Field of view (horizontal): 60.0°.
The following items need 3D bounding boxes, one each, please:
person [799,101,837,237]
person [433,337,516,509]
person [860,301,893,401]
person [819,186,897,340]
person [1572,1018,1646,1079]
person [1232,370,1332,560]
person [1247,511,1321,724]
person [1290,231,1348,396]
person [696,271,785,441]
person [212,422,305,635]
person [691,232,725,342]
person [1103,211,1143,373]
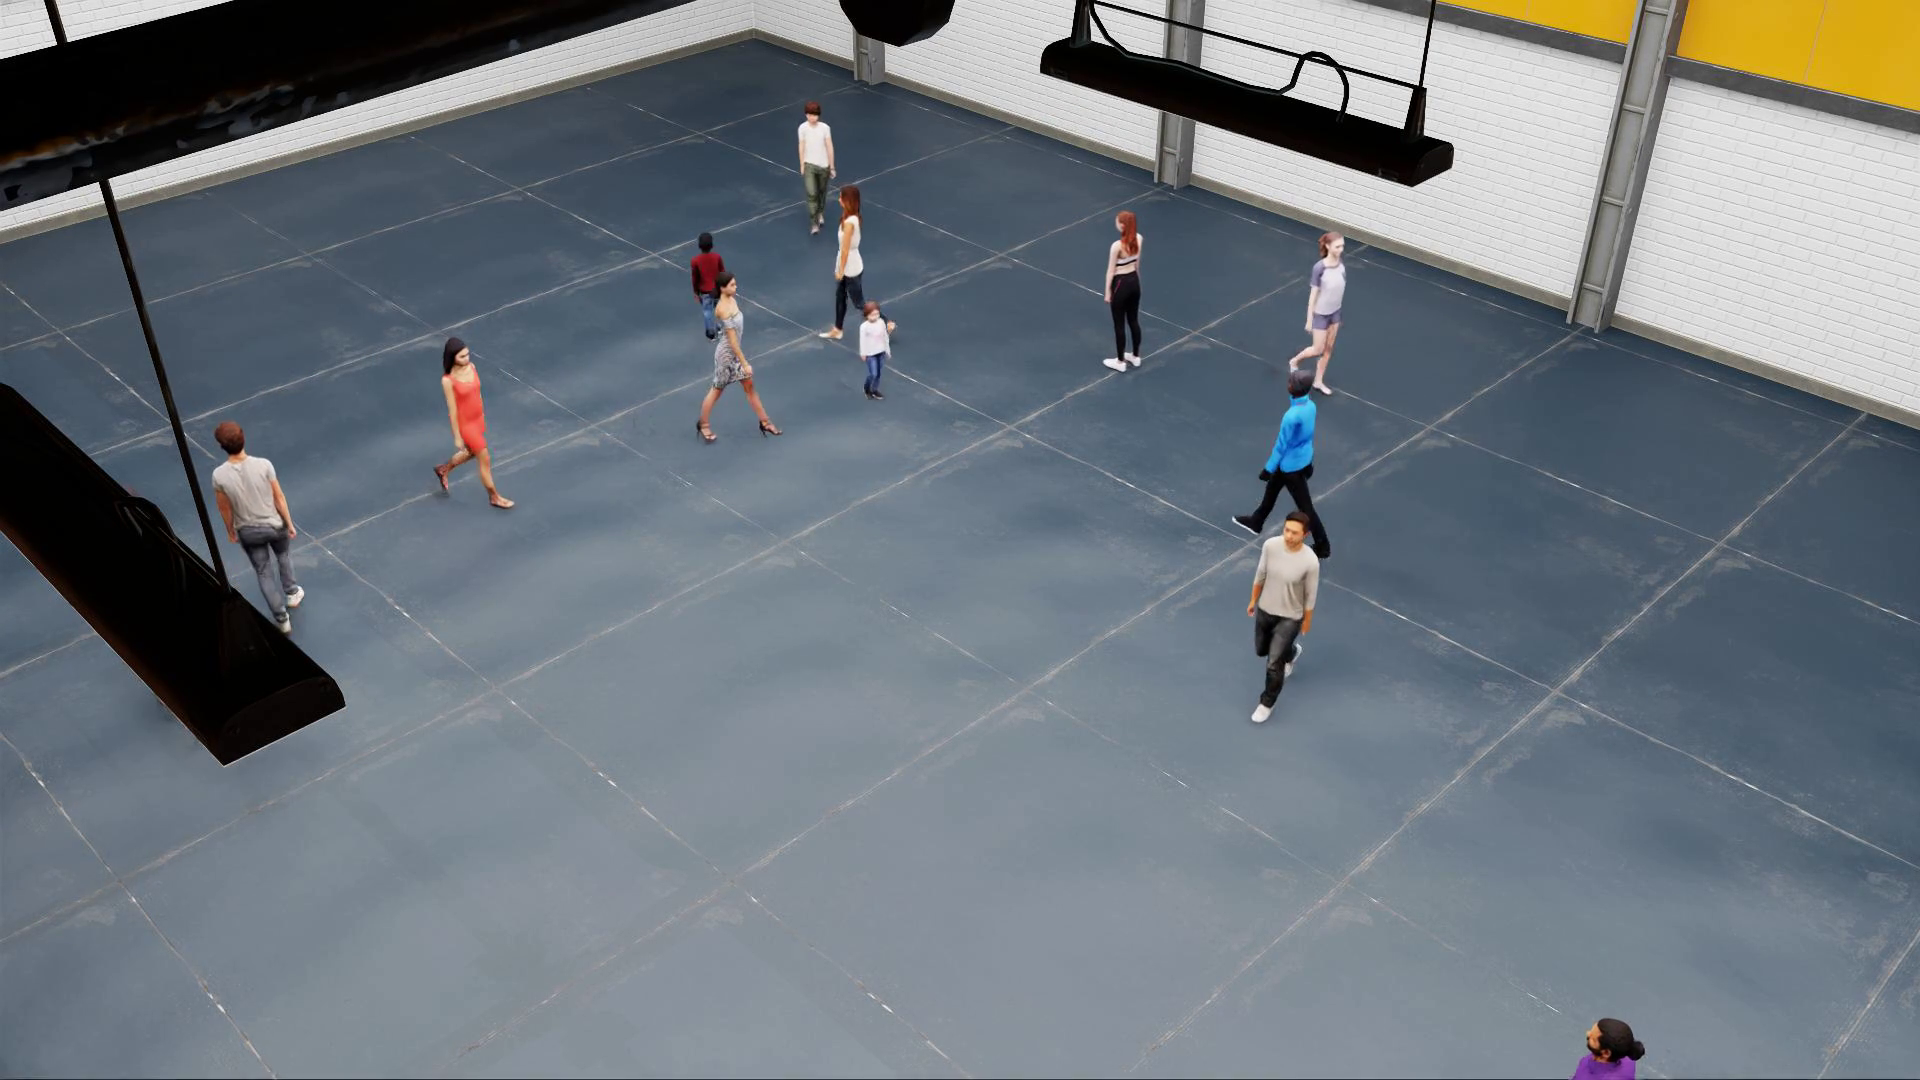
[{"bbox_3d":[-1.766,-4.634,20.578,1.023,1.615,1.144,-4,34,-5],"label":"person"},{"bbox_3d":[-4.546,-1.065,15.138,1.149,1.693,0.919,10,35,15],"label":"person"},{"bbox_3d":[-0.911,-1.958,17.018,0.454,1.101,0.474,-26,42,-34],"label":"person"},{"bbox_3d":[-1.088,-2.923,17.872,1.081,1.761,1.062,-2,34,-3],"label":"person"},{"bbox_3d":[3.383,3.163,8.743,1.251,1.731,0.803,21,39,28],"label":"person"},{"bbox_3d":[2.977,-0.595,14.389,1.262,1.739,0.821,18,38,26],"label":"person"},{"bbox_3d":[2.486,0.510,12.681,0.913,1.791,0.741,25,41,33],"label":"person"},{"bbox_3d":[3.681,-2.354,17.021,0.621,1.755,0.763,-21,39,-28],"label":"person"},{"bbox_3d":[-2.327,-1.721,16.051,1.169,1.776,1.039,4,34,6],"label":"person"},{"bbox_3d":[-5.657,-0.049,13.448,0.851,1.871,0.954,-13,36,-19],"label":"person"},{"bbox_3d":[-2.689,-2.710,18.018,0.618,1.245,0.682,-10,35,-15],"label":"person"},{"bbox_3d":[1.744,-2.618,17.437,0.619,1.736,0.596,-22,39,-29],"label":"person"}]
